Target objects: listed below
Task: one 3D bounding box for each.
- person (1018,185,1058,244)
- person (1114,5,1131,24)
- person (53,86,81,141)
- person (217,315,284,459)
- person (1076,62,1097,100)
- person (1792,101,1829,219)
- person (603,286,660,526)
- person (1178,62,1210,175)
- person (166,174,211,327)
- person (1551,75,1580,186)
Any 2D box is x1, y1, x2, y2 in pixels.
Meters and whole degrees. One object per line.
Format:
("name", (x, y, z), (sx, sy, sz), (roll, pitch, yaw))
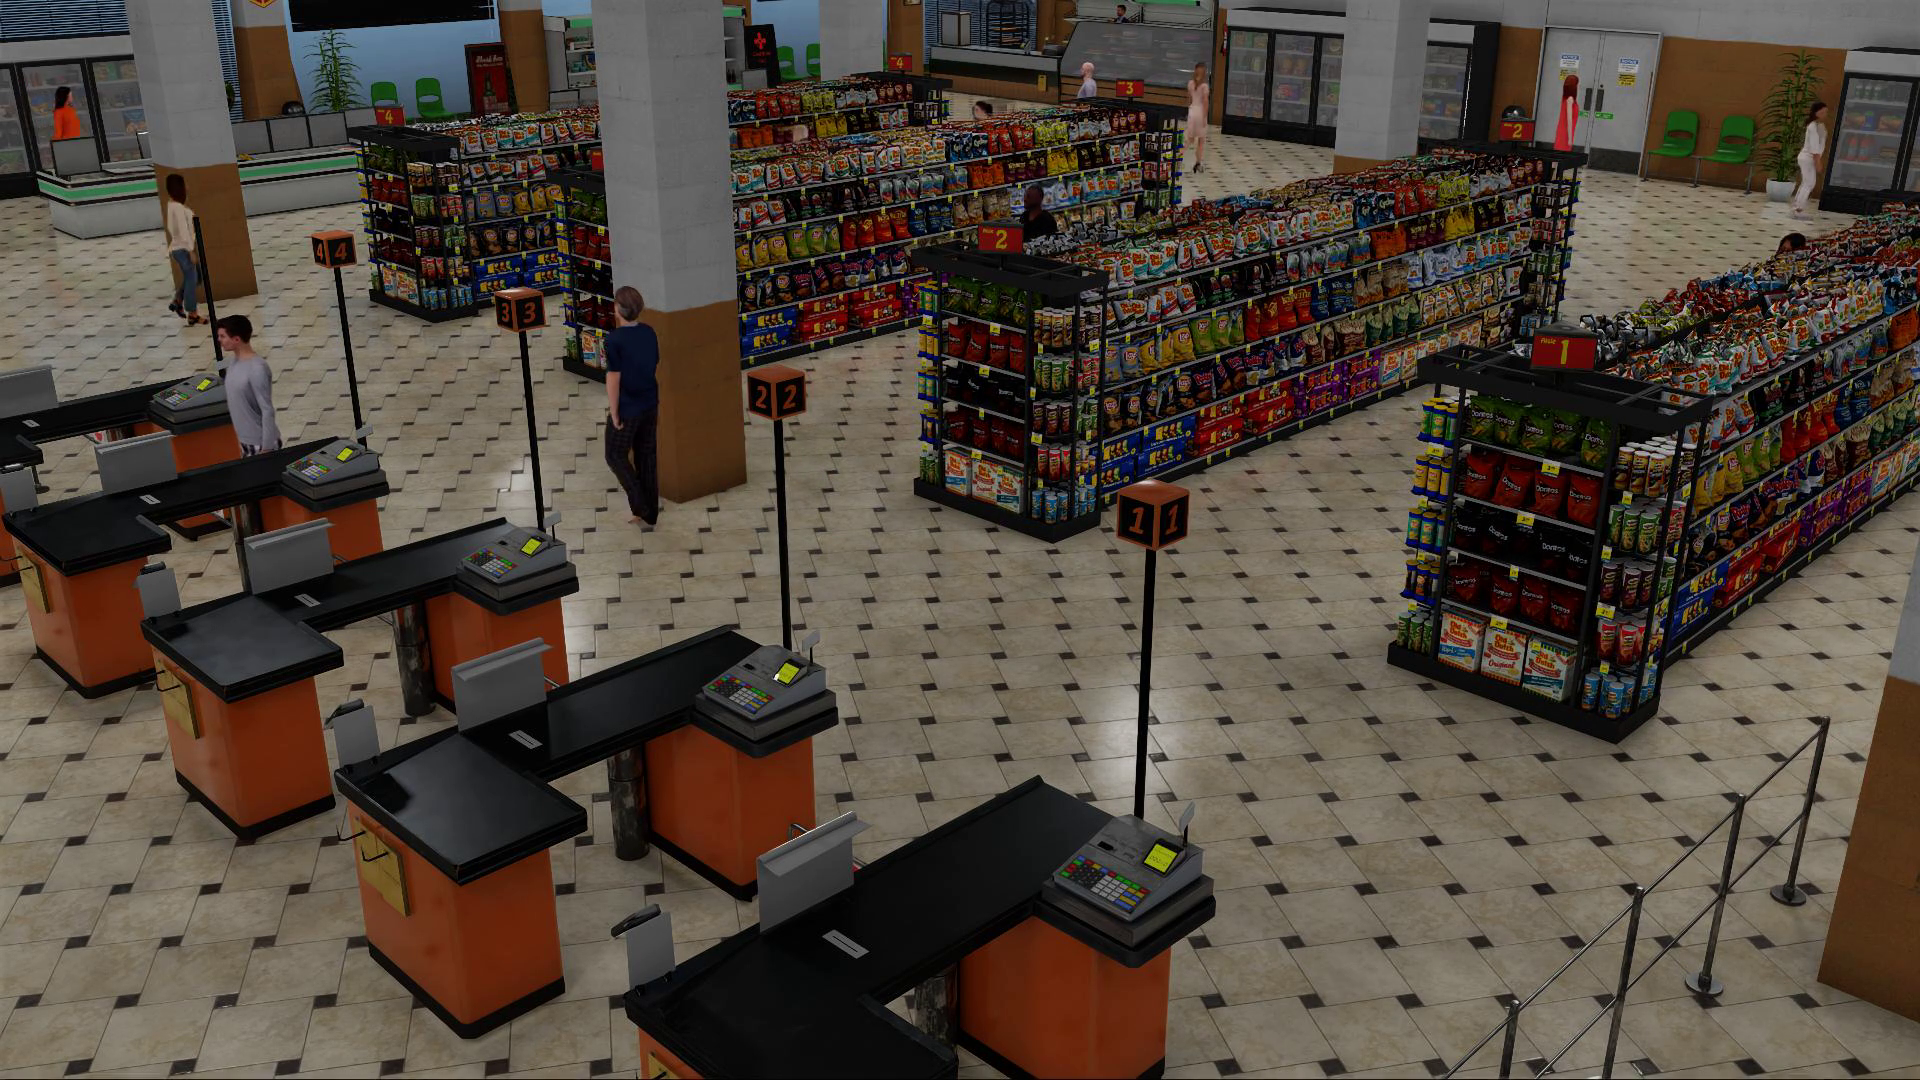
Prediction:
("person", (0.841, -2.677, 16.873), (1.244, 1.773, 0.855), (-13, 26, -30))
("person", (3.722, -11.419, 38.500), (0.573, 1.867, 0.619), (-19, 29, -40))
("person", (-13.491, -5.918, 25.012), (0.806, 1.717, 0.774), (1, 22, 3))
("person", (-5.011, -0.720, 11.903), (0.527, 1.846, 0.619), (-20, 29, -40))
("person", (2.069, -6.888, 27.264), (0.827, 1.837, 0.742), (2, 22, 6))
("person", (12.253, -5.482, 24.012), (0.781, 1.653, 0.611), (7, 23, 16))
("person", (-2.386, -0.960, 12.489), (0.627, 1.854, 0.730), (-19, 29, -39))
("person", (3.838, -6.924, 27.389), (0.581, 1.812, 0.873), (20, 29, 41))
("person", (-8.579, -3.158, 18.207), (0.785, 1.670, 0.747), (-10, 24, -23))
("person", (9.325, -6.241, 25.668), (0.731, 1.828, 0.646), (2, 22, 6))
